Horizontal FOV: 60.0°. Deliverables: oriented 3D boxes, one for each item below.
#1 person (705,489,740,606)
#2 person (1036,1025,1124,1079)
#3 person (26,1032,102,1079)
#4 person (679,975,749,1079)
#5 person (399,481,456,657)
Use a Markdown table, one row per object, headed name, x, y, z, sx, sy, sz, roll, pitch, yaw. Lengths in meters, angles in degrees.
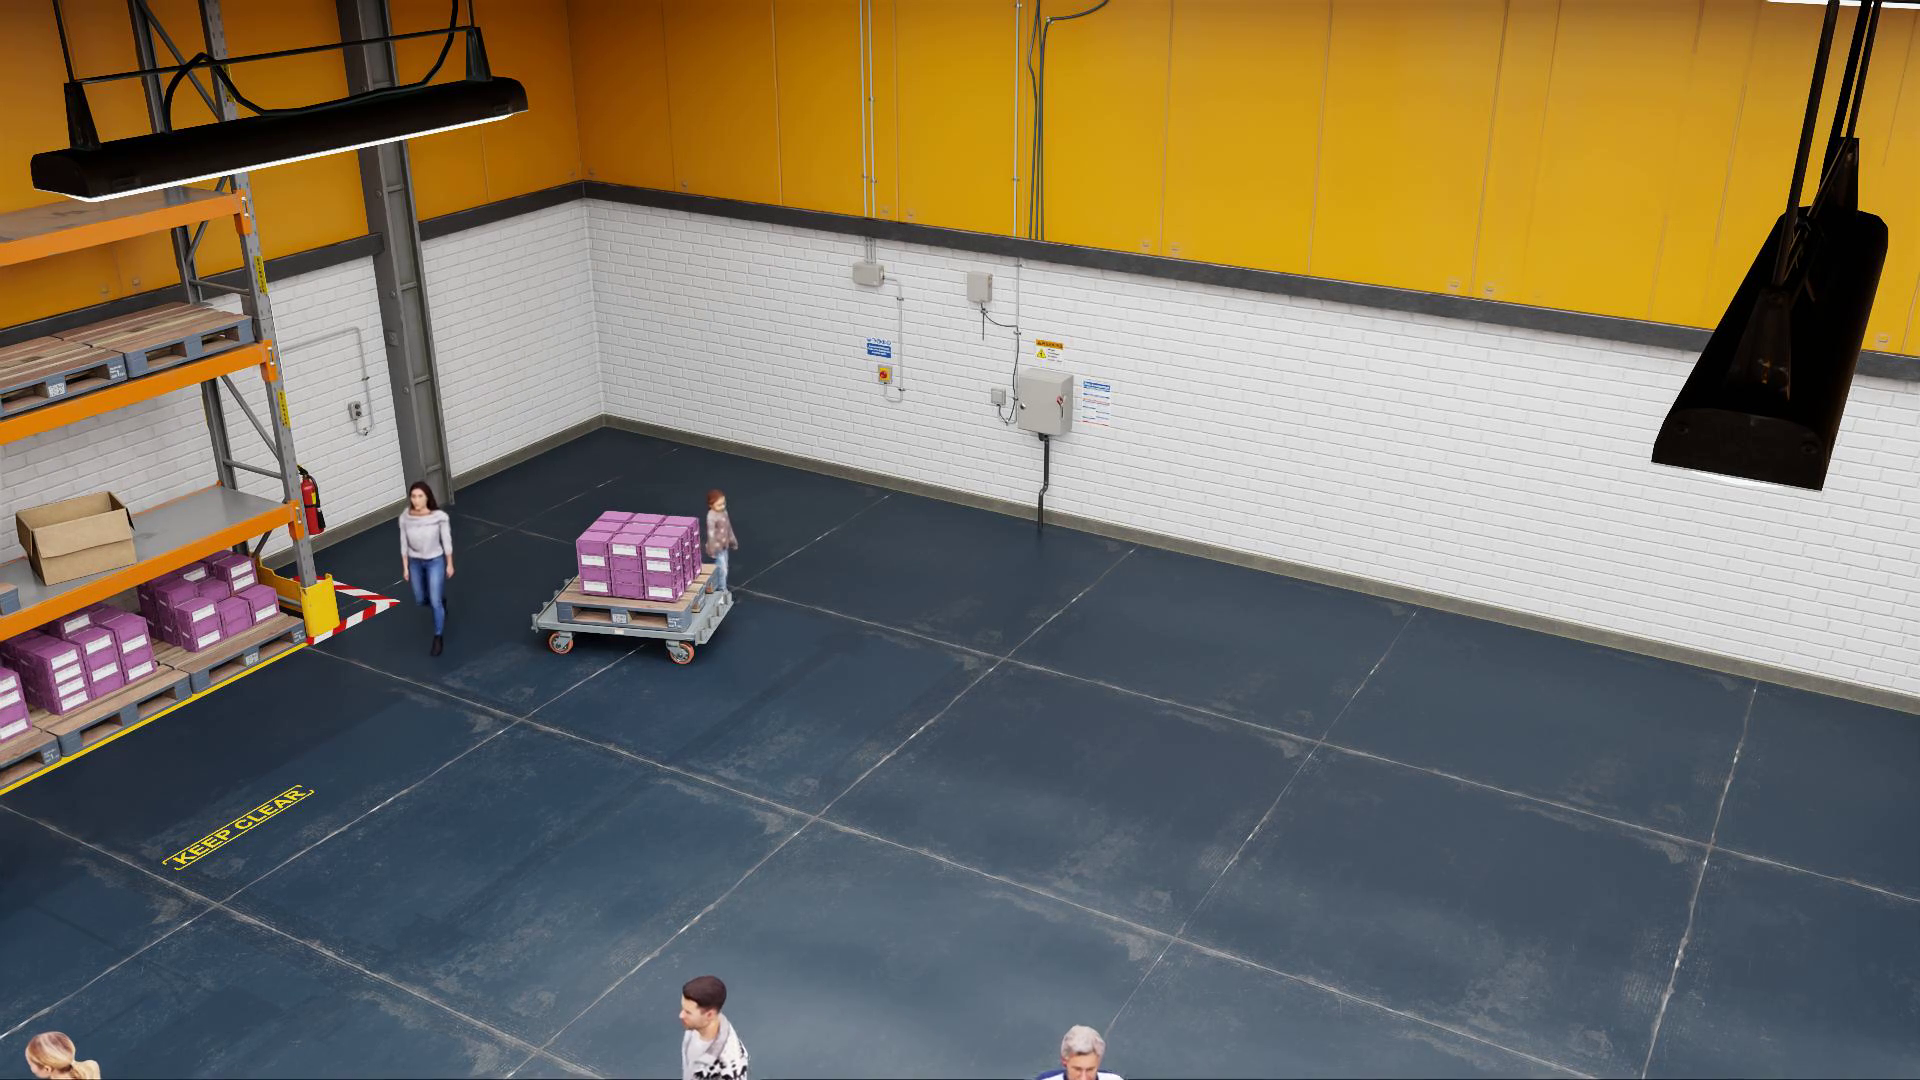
| name | x | y | z | sx | sy | sz | roll | pitch | yaw |
| --- | --- | --- | --- | --- | --- | --- | --- | --- | --- |
| person | -2.340 | 0.056 | 15.887 | 0.592 | 1.173 | 0.530 | 8 | 25 | 17 |
| person | 0.551 | 3.083 | 8.159 | 1.027 | 1.816 | 1.168 | -3 | 24 | -6 |
| person | -4.217 | 3.114 | 8.125 | 0.736 | 1.788 | 0.611 | 1 | 24 | 2 |
| person | -1.149 | 2.944 | 8.448 | 1.281 | 1.840 | 1.137 | -10 | 25 | -21 |
| person | -4.784 | 0.208 | 14.986 | 0.864 | 1.617 | 1.005 | 0 | 24 | 0 |
